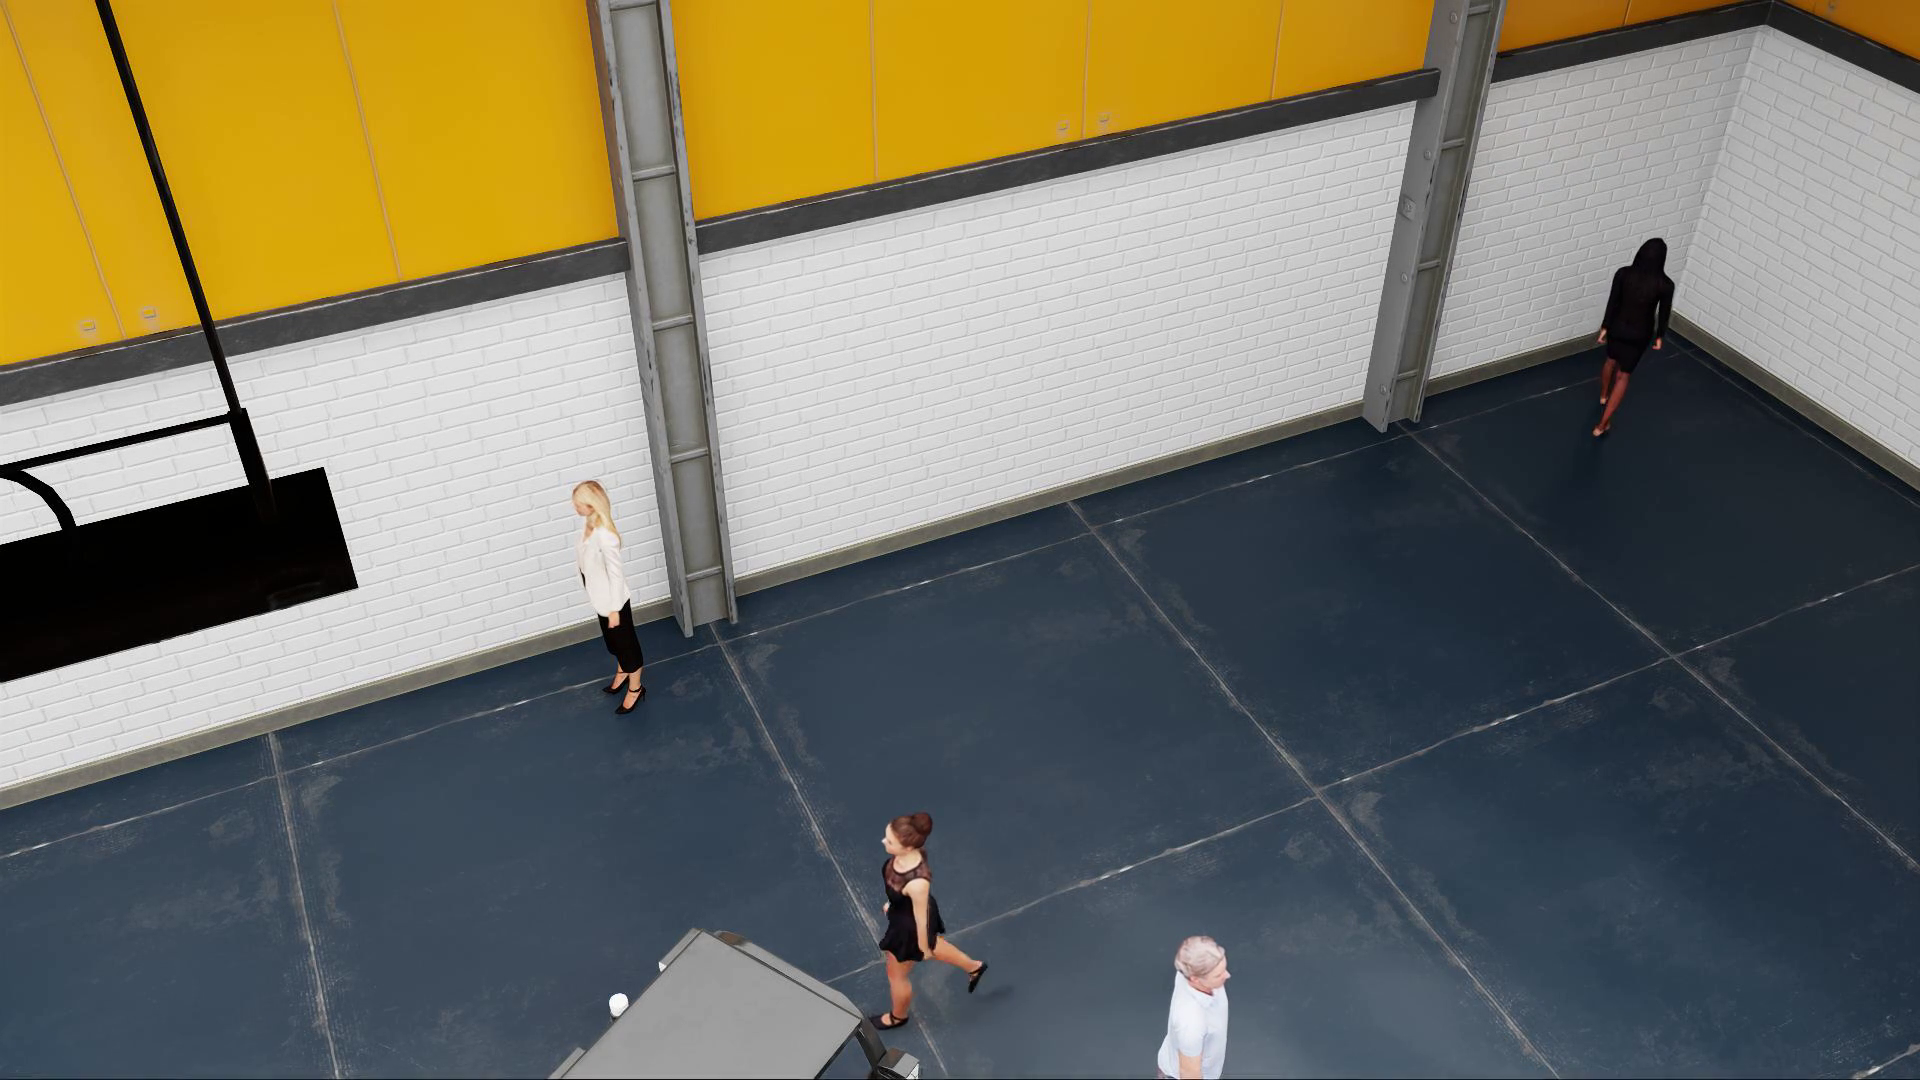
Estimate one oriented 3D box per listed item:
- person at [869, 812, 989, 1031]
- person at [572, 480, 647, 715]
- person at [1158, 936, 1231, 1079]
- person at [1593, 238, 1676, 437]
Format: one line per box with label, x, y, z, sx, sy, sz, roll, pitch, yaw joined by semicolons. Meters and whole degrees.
person;-0.177;2.007;8.822;0.990;1.656;0.725;-6;39;-8
person;-2.265;0.364;10.717;0.519;1.858;0.621;-18;42;-21
person;1.096;2.528;8.029;0.774;1.832;0.733;10;40;12
person;5.347;-1.599;13.310;0.974;1.690;1.122;21;43;24
